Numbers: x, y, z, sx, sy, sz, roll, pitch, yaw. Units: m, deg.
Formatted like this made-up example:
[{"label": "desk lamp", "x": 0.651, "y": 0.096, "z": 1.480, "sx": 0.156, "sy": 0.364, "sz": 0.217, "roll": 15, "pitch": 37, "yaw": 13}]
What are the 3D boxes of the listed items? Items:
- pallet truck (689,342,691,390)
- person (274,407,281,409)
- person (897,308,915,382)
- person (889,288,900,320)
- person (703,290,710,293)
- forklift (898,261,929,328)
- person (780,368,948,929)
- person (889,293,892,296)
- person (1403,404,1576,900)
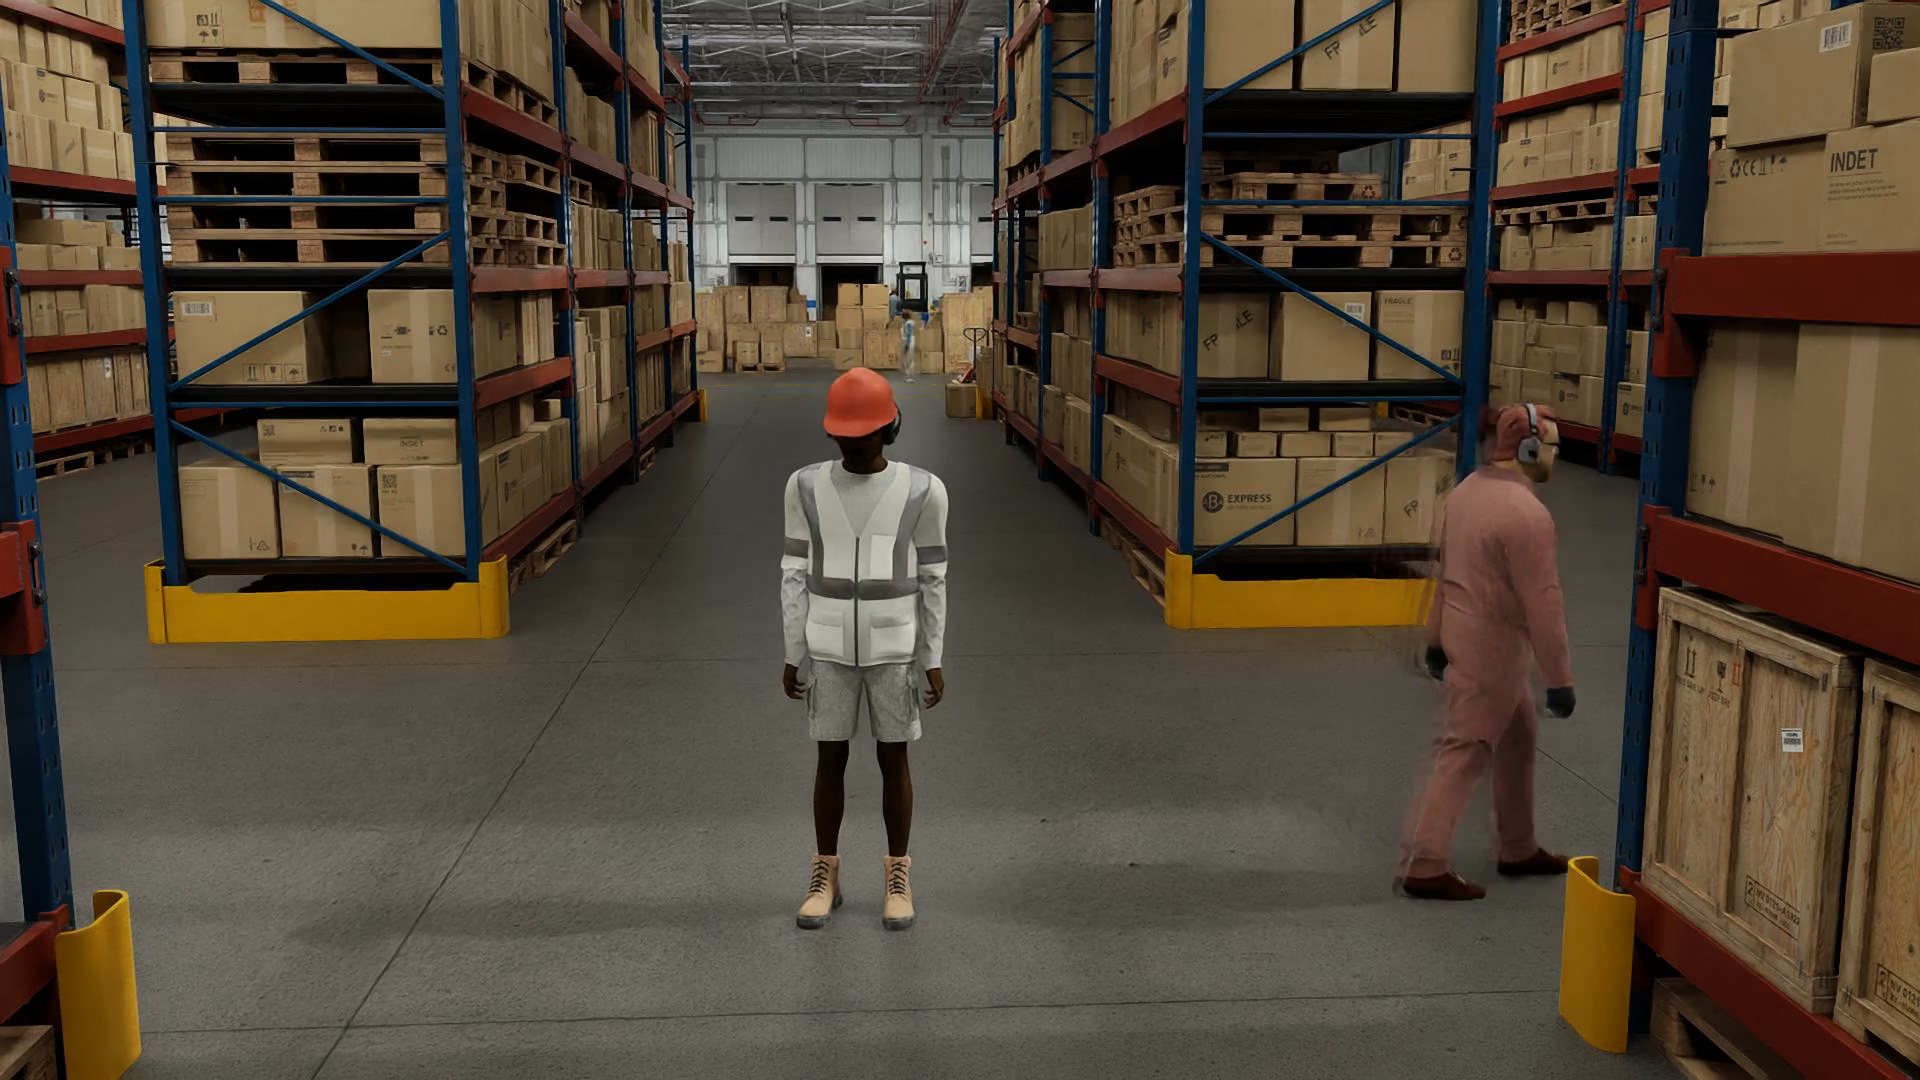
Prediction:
[{"label": "pallet truck", "x": -5.225, "y": -3.008, "z": 27.480, "sx": 1.885, "sy": 1.965, "sz": 0.823, "roll": 2, "pitch": 9, "yaw": 14}, {"label": "person", "x": -9.658, "y": -2.274, "z": 23.491, "sx": 0.642, "sy": 1.791, "sz": 0.942, "roll": -1, "pitch": 9, "yaw": -5}, {"label": "person", "x": -1.210, "y": -4.277, "z": 36.590, "sx": 0.456, "sy": 1.619, "sz": 0.546, "roll": -3, "pitch": 9, "yaw": -16}, {"label": "person", "x": -2.288, "y": -7.800, "z": 57.813, "sx": 0.636, "sy": 1.927, "sz": 0.386, "roll": 3, "pitch": 10, "yaw": 19}, {"label": "person", "x": -7.856, "y": -6.868, "z": 52.103, "sx": 0.798, "sy": 1.873, "sz": 0.587, "roll": -2, "pitch": 9, "yaw": -11}, {"label": "forklift", "x": -1.628, "y": -8.197, "z": 57.300, "sx": 1.129, "sy": 2.768, "sz": 1.873, "roll": -1, "pitch": 9, "yaw": -4}, {"label": "person", "x": -0.348, "y": 0.398, "z": 5.983, "sx": 0.605, "sy": 2.033, "sz": 0.392, "roll": 1, "pitch": 9, "yaw": 5}, {"label": "person", "x": -2.547, "y": -8.448, "z": 62.581, "sx": 0.535, "sy": 1.697, "sz": 0.318, "roll": 0, "pitch": 9, "yaw": -2}, {"label": "person", "x": 2.084, "y": 0.431, "z": 6.254, "sx": 0.876, "sy": 1.873, "sz": 0.684, "roll": 0, "pitch": 9, "yaw": -3}]
